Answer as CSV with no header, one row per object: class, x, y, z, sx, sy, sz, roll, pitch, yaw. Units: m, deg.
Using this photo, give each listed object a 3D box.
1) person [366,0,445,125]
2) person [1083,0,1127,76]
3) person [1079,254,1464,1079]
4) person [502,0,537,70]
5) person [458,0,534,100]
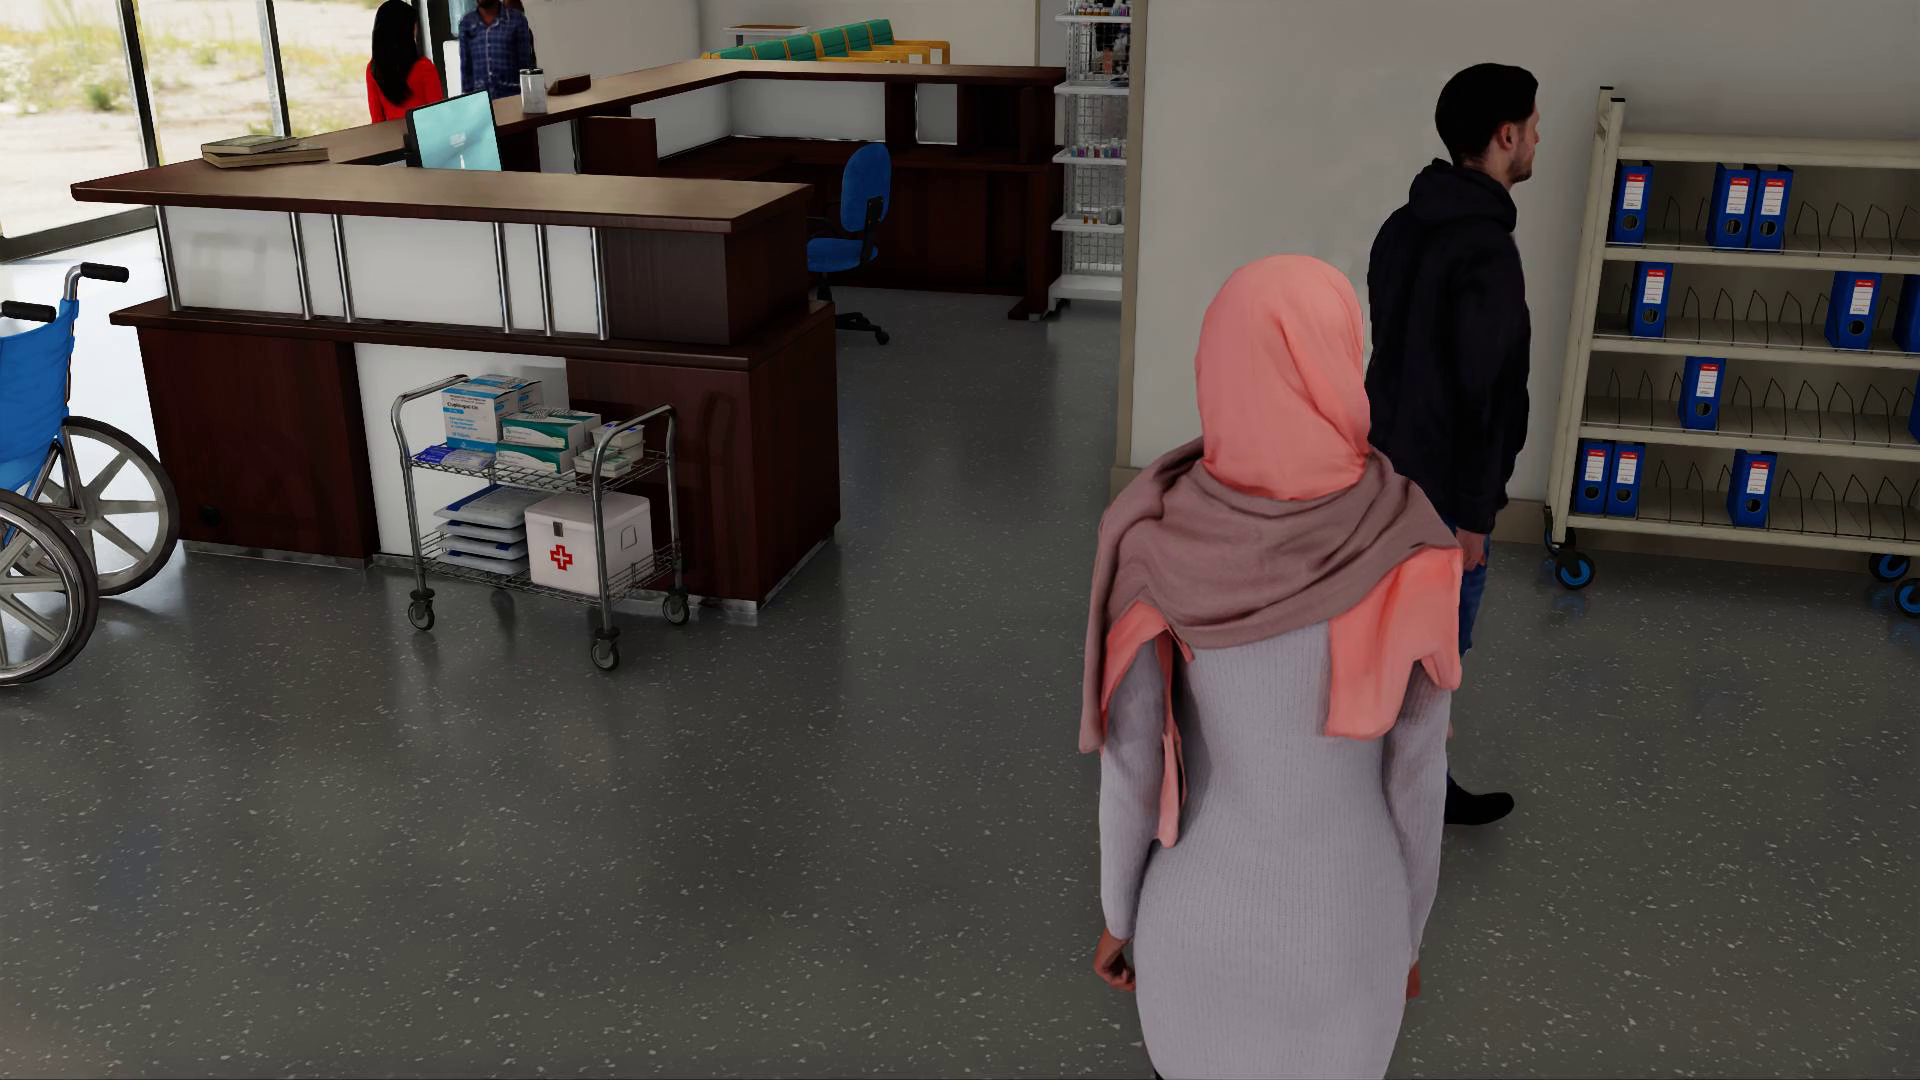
person,-2.947,-2.018,9.016,0.541,1.748,0.670,5,21,12
person,1.882,-6.508,21.021,0.955,1.643,0.911,11,23,27
person,0.417,0.514,2.254,0.504,1.803,0.673,5,21,13
person,-4.034,-4.144,15.033,0.720,1.462,0.709,1,21,2
person,-3.119,-2.975,11.453,0.740,1.813,0.807,2,21,4
